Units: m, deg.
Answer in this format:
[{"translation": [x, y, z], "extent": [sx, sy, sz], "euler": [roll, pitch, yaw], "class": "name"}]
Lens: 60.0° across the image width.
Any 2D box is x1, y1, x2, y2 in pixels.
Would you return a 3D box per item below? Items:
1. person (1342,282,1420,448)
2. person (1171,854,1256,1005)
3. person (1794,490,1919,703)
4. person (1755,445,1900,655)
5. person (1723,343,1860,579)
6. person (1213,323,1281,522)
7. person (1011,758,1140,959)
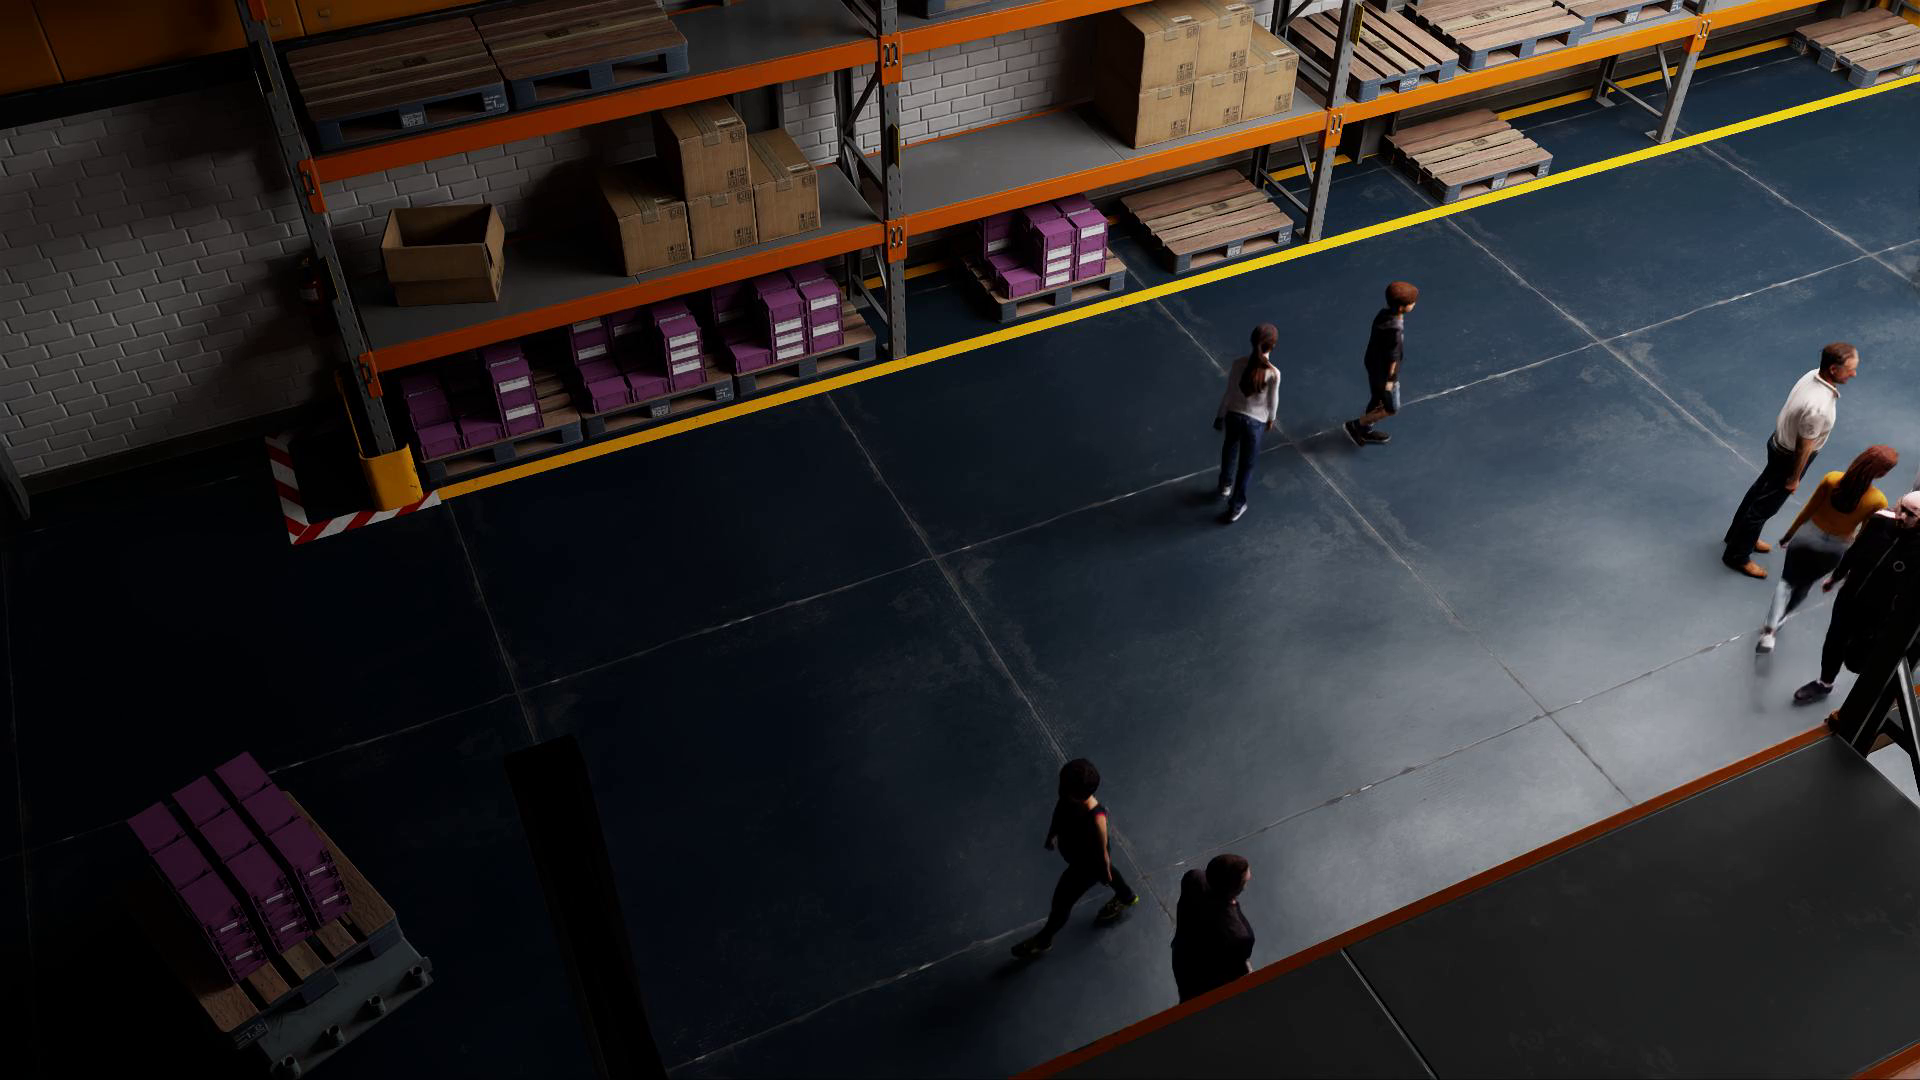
[{"translation": [3.062, -1.263, 12.226], "extent": [0.728, 1.439, 0.664], "euler": [-1, 44, -1], "class": "person"}, {"translation": [1.145, 2.192, 8.328], "extent": [0.990, 1.813, 0.784], "euler": [-10, 44, -10], "class": "person"}, {"translation": [5.693, 0.354, 10.252], "extent": [0.727, 1.819, 0.701], "euler": [-16, 46, -17], "class": "person"}, {"translation": [5.449, 0.108, 10.572], "extent": [0.900, 1.736, 1.065], "euler": [25, 49, 24], "class": "person"}, {"translation": [5.576, -0.581, 11.211], "extent": [0.802, 1.851, 0.721], "euler": [18, 46, 18], "class": "person"}, {"translation": [1.985, -0.807, 11.684], "extent": [0.735, 1.526, 0.800], "euler": [19, 47, 19], "class": "person"}, {"translation": [0.738, 1.692, 9.073], "extent": [1.043, 1.509, 0.585], "euler": [-15, 46, -15], "class": "person"}]
